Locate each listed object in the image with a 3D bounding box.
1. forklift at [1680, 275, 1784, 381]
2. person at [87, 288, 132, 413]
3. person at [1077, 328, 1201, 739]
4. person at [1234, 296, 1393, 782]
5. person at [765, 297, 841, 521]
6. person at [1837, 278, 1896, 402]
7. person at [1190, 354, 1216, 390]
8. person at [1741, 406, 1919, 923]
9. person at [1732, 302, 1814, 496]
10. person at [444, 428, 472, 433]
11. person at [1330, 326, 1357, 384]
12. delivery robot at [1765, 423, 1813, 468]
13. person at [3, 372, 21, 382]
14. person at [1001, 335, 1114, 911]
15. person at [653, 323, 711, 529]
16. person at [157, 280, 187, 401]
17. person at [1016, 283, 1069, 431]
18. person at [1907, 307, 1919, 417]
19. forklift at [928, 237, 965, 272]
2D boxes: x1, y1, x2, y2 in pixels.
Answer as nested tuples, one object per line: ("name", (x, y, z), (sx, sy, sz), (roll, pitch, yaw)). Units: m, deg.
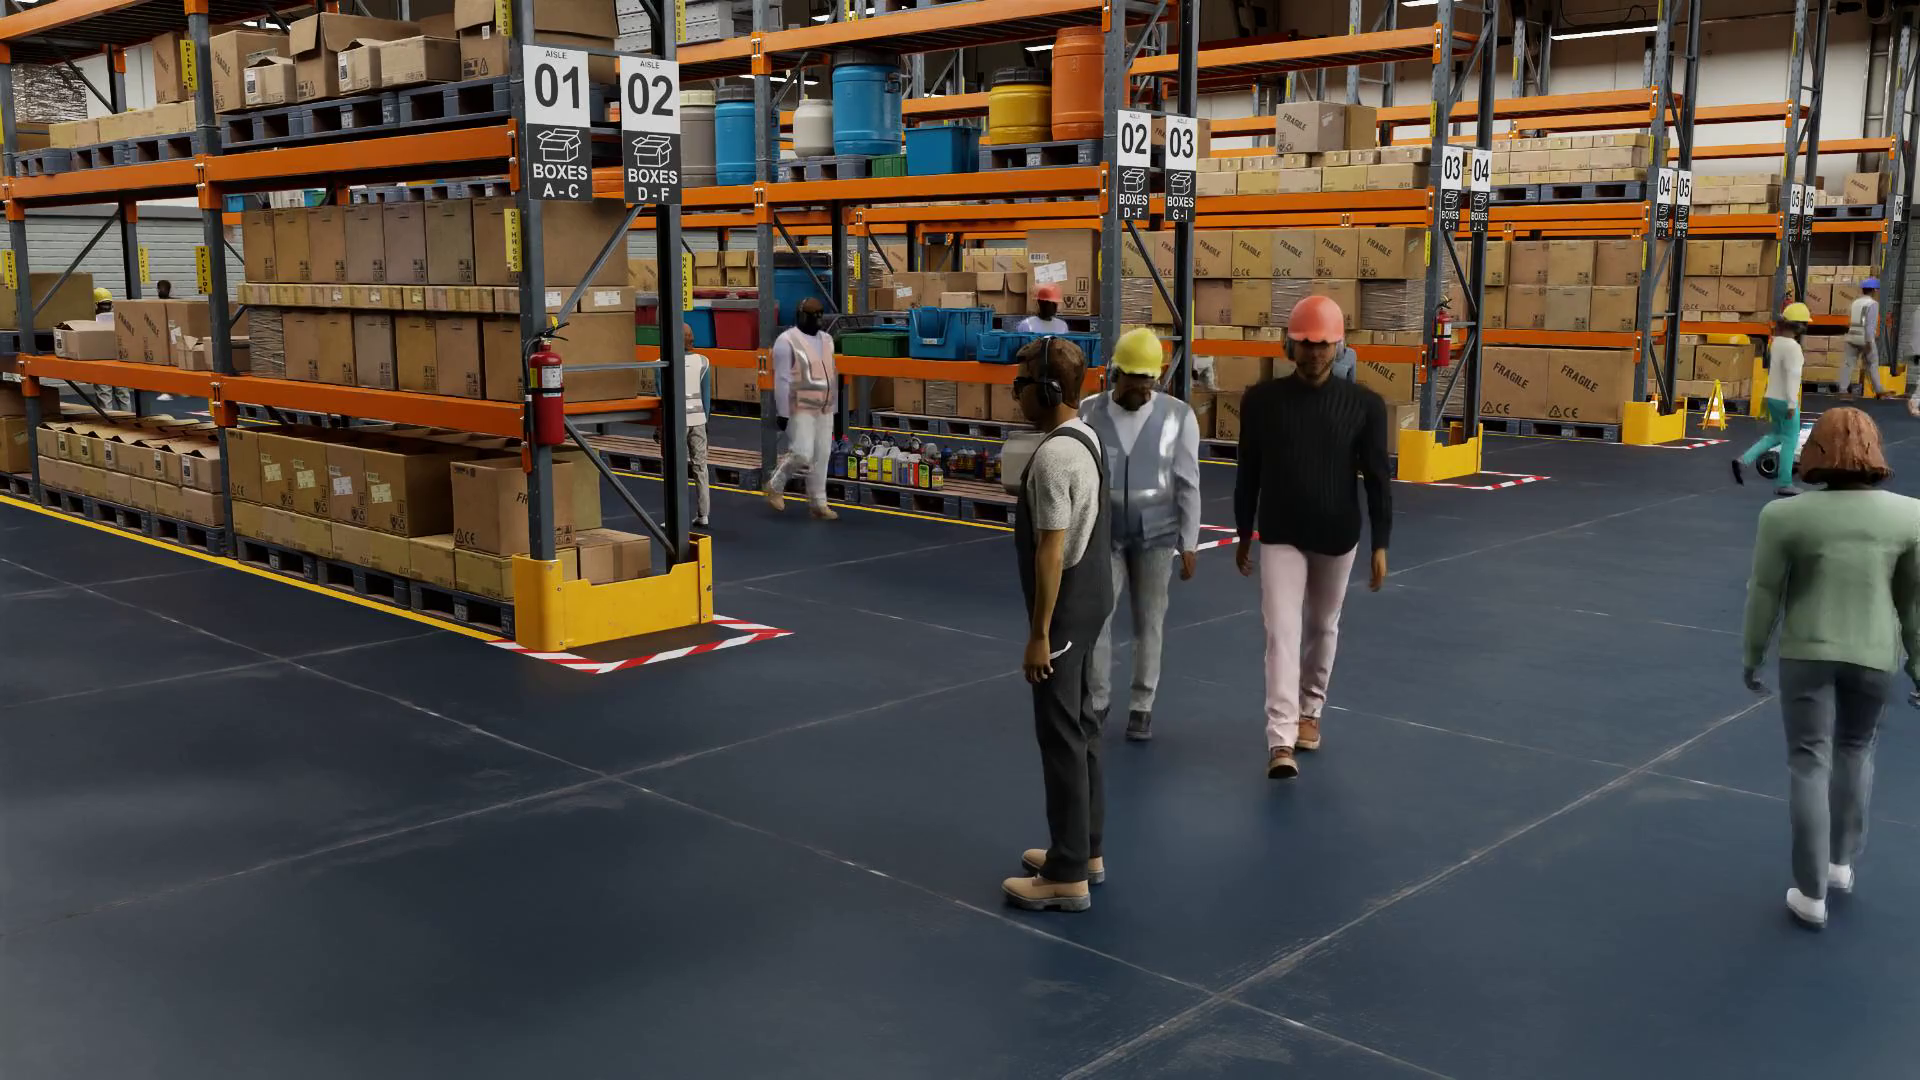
("forklift", (12.480, -3.427, 27.053), (1.214, 2.155, 2.313), (9, 13, 43))
("person", (-9.879, -2.000, 19.277), (0.404, 1.833, 0.589), (5, 11, 29))
("person", (0.733, -0.007, 7.163), (0.597, 1.795, 0.529), (2, 9, 10))
("person", (1.431, -0.014, 6.781), (0.638, 1.932, 1.041), (2, 9, 13))
("person", (-1.278, -1.079, 13.661), (0.547, 1.823, 0.632), (7, 12, 37))
("person", (14.074, -3.094, 25.753), (0.955, 1.900, 0.638), (-1, 9, -8))
("person", (2.979, -2.161, 20.254), (0.934, 1.848, 0.577), (8, 12, 42))
("person", (2.794, 0.379, 5.349), (0.537, 1.612, 0.622), (2, 10, 14))
("person", (7.428, -1.281, 15.117), (0.565, 1.748, 0.538), (1, 9, 4))
("person", (-4.103, -1.180, 13.837), (0.842, 1.962, 0.650), (8, 12, 42))
("person", (3.268, -1.151, 14.680), (0.499, 1.634, 0.278), (-5, 10, -26))
("delivery robot", (8.317, -0.910, 16.350), (0.477, 0.478, 0.707), (-8, 12, -40))
("person", (-13.887, -2.807, 24.116), (0.329, 1.872, 0.511), (7, 12, 38))
("person", (0.327, 0.261, 5.409), (0.332, 1.842, 0.507), (3, 10, 15))
("person", (-2.181, -0.897, 13.109), (0.511, 1.641, 0.309), (-9, 13, -42))
("person", (-12.502, -3.179, 26.352), (0.599, 1.892, 0.899), (2, 9, 12))
("person", (0.867, -1.531, 16.168), (0.568, 1.903, 0.794), (-6, 11, -32))
("person", (13.216, -2.532, 22.540), (0.648, 1.832, 0.435), (-2, 10, -14))
("forklift", (-0.326, -5.817, 39.609), (1.129, 2.768, 1.873), (9, 13, 43))
